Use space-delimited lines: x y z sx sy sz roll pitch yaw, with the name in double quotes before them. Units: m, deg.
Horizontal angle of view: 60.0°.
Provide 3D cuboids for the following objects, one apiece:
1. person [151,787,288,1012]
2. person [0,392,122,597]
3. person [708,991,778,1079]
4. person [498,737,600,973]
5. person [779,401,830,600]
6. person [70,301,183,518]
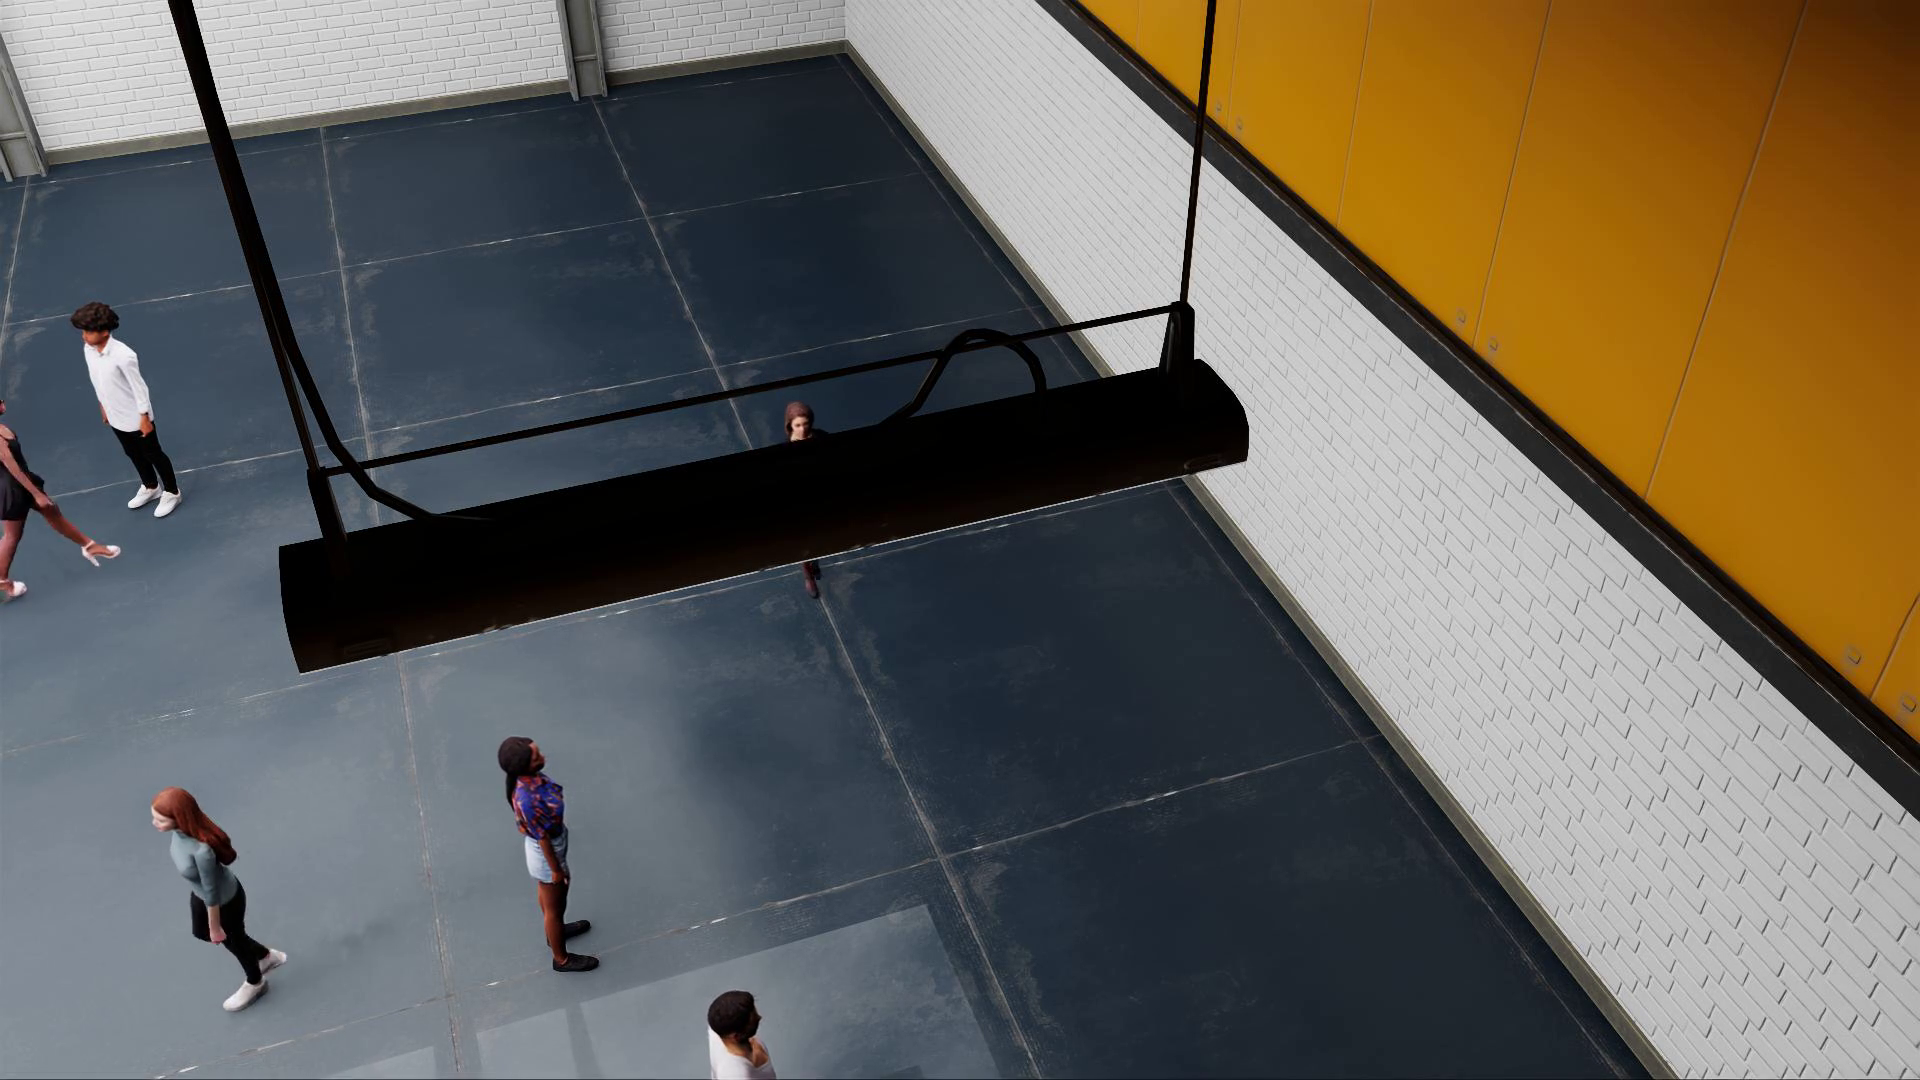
"person" -3.977 1.916 9.065 0.722 1.736 0.698 -25 45 -28
"person" -6.807 -0.300 11.842 1.164 1.734 0.749 -22 43 -25
"person" -1.023 2.770 7.905 0.549 1.849 0.669 -12 40 -15
"person" -2.316 1.738 9.284 0.501 1.741 0.579 -12 40 -15
"person" -1.118 -0.318 11.896 0.559 1.695 0.661 -15 41 -18
"person" -6.342 -1.002 12.660 0.719 1.809 0.781 16 41 19
